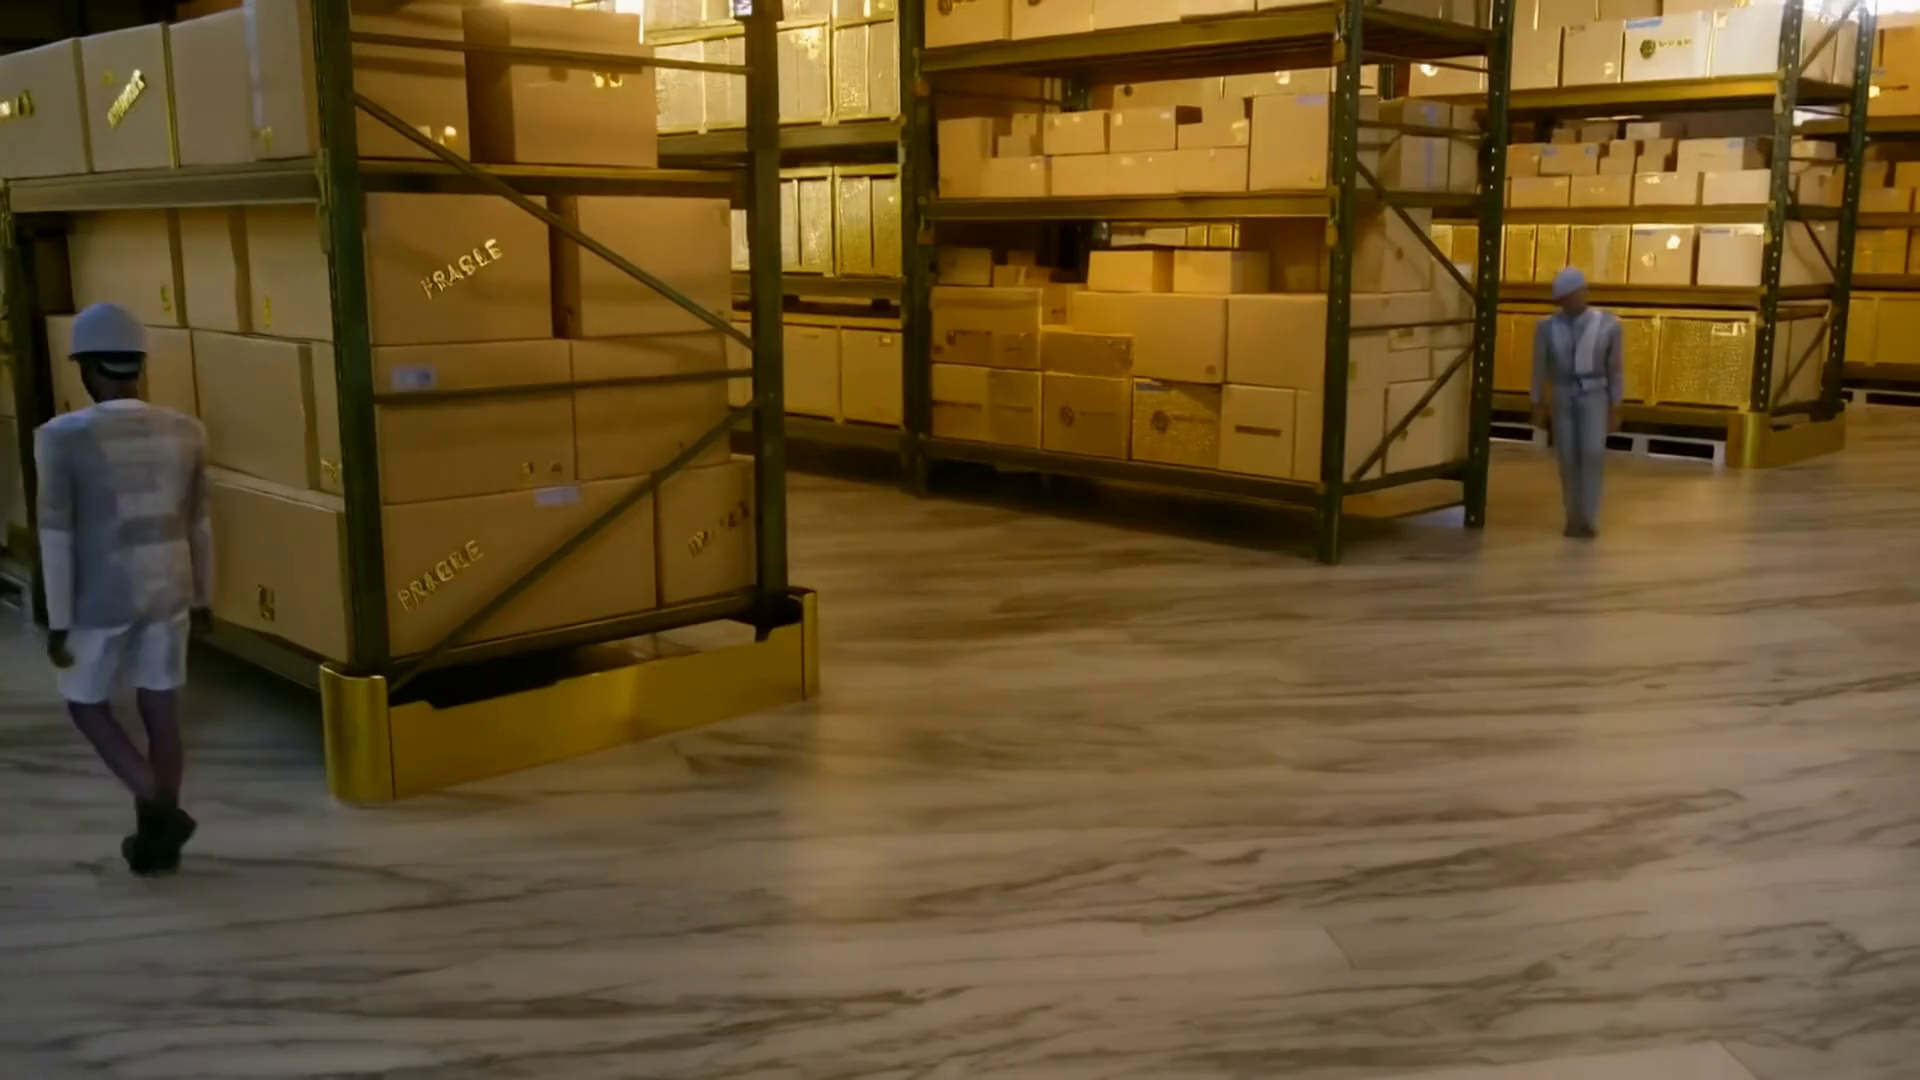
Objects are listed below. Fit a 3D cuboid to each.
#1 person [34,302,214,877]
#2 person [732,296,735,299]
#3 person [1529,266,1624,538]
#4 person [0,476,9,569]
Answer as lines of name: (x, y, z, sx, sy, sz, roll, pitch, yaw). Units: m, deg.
person: (-2.713, 0.185, 5.468, 0.477, 1.917, 0.567, 8, 13, 37)
person: (-3.246, -2.747, 22.303, 0.516, 1.607, 0.778, -10, 14, -42)
person: (4.316, -0.954, 11.673, 0.612, 1.916, 0.507, 6, 12, 28)
person: (-4.289, -0.004, 6.946, 0.545, 1.751, 0.366, -7, 13, -35)
